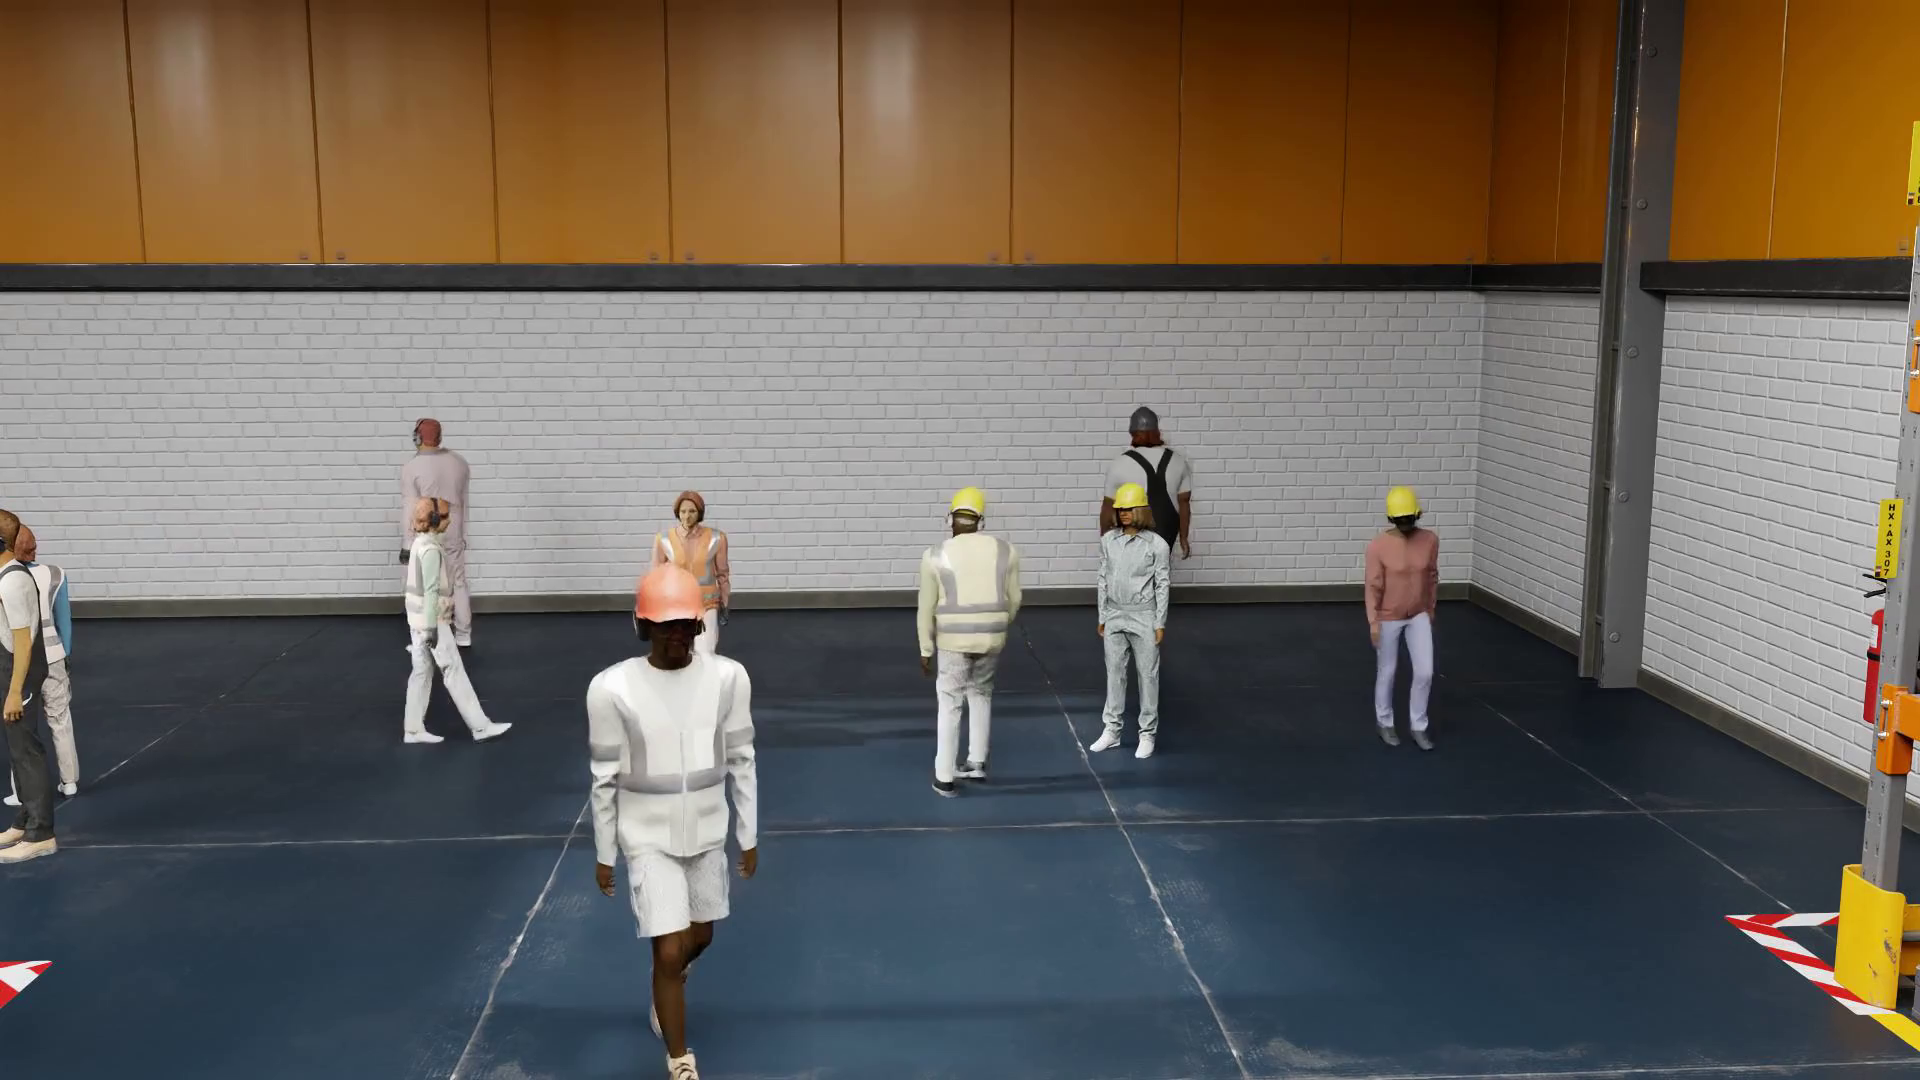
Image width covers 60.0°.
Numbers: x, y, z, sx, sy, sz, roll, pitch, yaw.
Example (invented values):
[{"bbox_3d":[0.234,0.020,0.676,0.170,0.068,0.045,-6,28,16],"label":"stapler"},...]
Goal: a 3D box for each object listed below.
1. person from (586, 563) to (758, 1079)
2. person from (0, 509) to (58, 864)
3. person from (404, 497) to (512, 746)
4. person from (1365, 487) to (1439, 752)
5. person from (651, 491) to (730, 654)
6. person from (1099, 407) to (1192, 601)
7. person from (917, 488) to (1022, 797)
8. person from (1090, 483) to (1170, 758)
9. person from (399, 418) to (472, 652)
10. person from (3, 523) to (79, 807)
[{"bbox_3d":[-1.071,1.057,6.182,0.614,2.018,0.915,-4,10,-25],"label":"person"},{"bbox_3d":[-4.939,0.745,8.654,0.344,1.846,0.507,-7,11,-36],"label":"person"},{"bbox_3d":[-3.292,0.525,10.722,0.687,1.609,0.543,-5,10,-26],"label":"person"},{"bbox_3d":[2.793,0.496,10.583,0.552,1.714,0.554,-2,9,-12],"label":"person"},{"bbox_3d":[-1.827,0.448,11.293,0.535,1.599,0.854,-1,9,-6],"label":"person"},{"bbox_3d":[1.435,-0.093,13.301,0.703,2.000,1.031,-3,9,-17],"label":"person"},{"bbox_3d":[0.057,0.592,9.821,0.627,1.782,0.524,-2,9,-14],"label":"person"},{"bbox_3d":[1.076,0.503,10.485,0.487,1.744,0.312,6,11,33],"label":"person"},{"bbox_3d":[-4.235,-0.038,13.397,0.402,1.906,0.652,6,11,35],"label":"person"},{"bbox_3d":[-5.325,0.711,9.504,0.314,1.642,0.514,7,12,39],"label":"person"}]
